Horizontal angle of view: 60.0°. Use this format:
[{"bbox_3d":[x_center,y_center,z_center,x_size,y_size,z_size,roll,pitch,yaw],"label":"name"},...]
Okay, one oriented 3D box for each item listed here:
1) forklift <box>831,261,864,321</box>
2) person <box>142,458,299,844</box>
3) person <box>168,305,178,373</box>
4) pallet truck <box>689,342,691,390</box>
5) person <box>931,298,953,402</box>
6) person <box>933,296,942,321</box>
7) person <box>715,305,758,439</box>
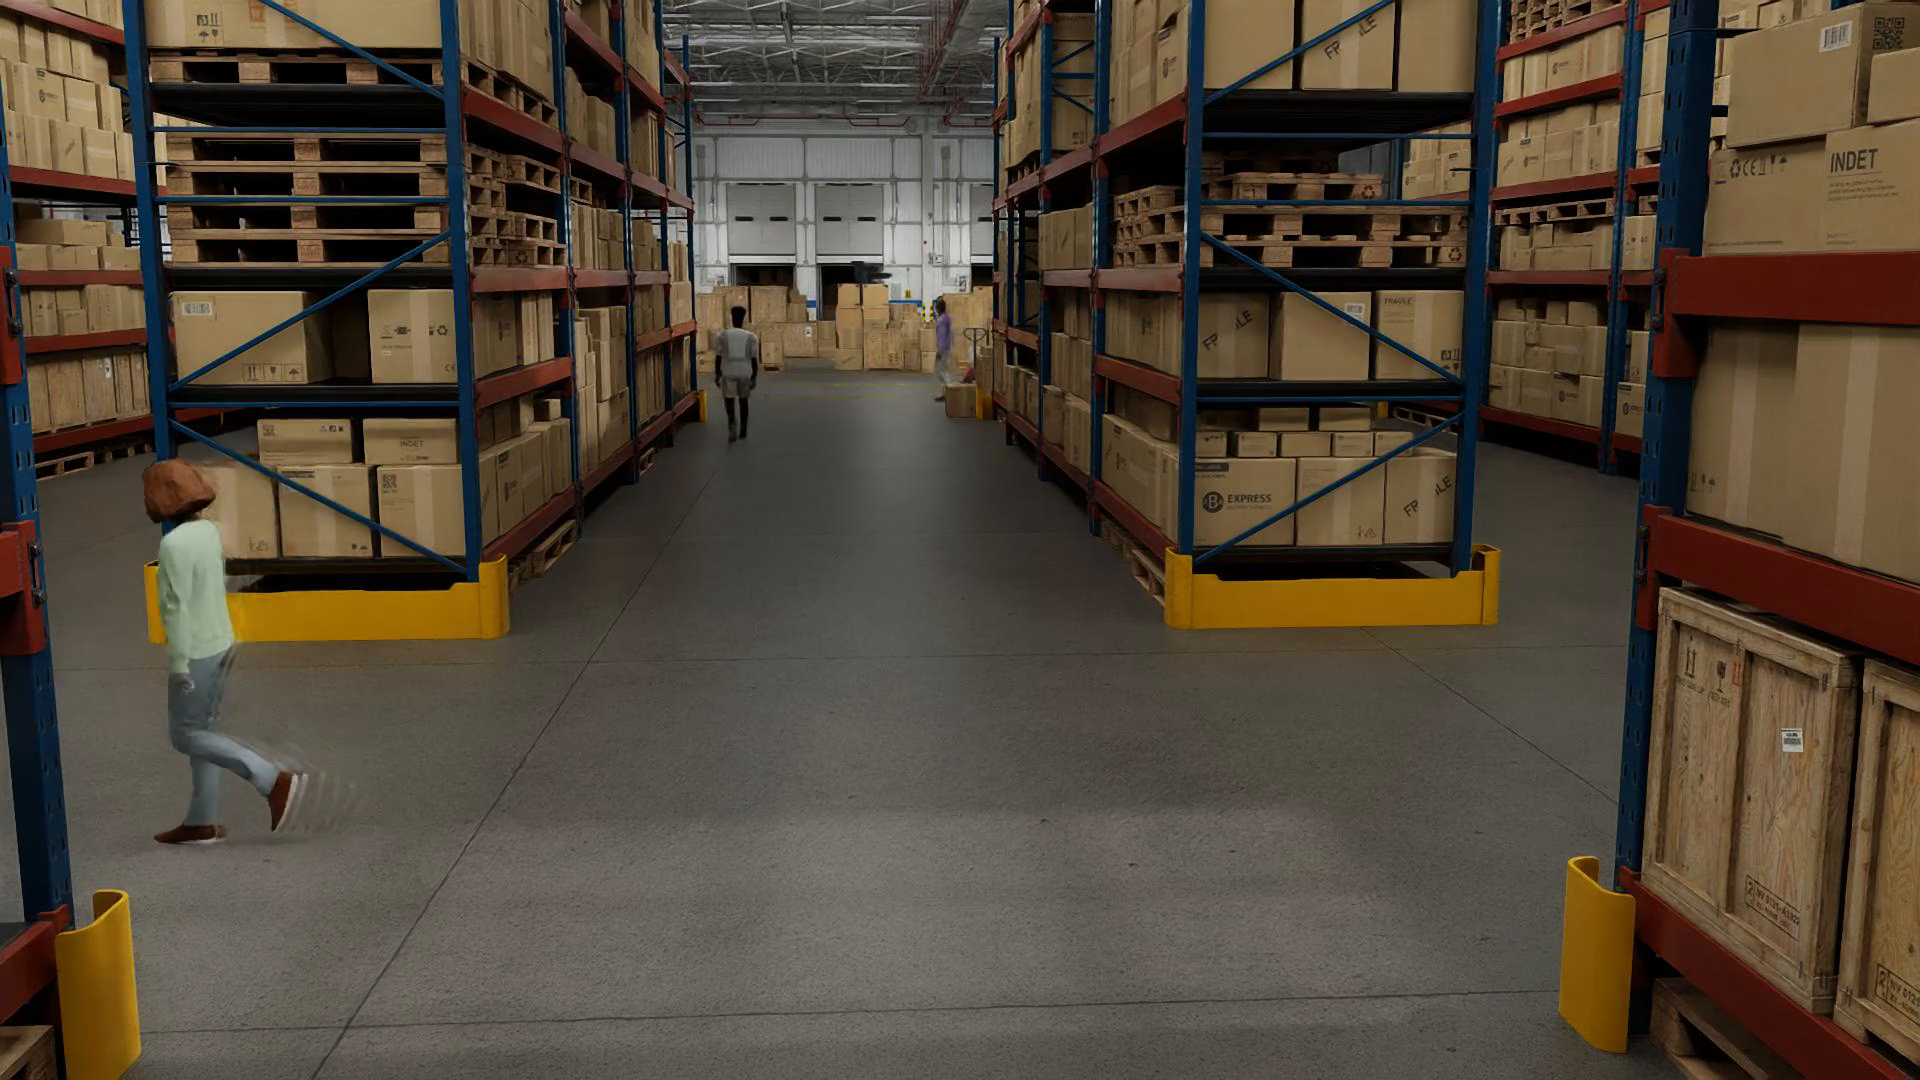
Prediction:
[{"bbox_3d":[-3.331,-7.829,54.991,1.873,2.768,1.129,-1,9,-4],"label":"forklift"},{"bbox_3d":[-3.050,0.469,6.826,0.563,1.612,0.535,-1,9,-5],"label":"person"},{"bbox_3d":[-13.256,-3.018,27.988,0.696,1.855,0.968,7,11,36],"label":"person"},{"bbox_3d":[-5.225,-3.008,27.480,1.885,1.965,0.823,2,9,14],"label":"pallet truck"},{"bbox_3d":[-0.345,-3.524,30.943,0.431,1.921,0.637,0,9,2],"label":"person"},{"bbox_3d":[-0.720,-8.129,60.916,0.506,1.586,0.879,0,9,0],"label":"person"},{"bbox_3d":[-3.173,-2.370,23.660,0.621,1.941,0.754,-2,9,-11],"label":"person"}]
